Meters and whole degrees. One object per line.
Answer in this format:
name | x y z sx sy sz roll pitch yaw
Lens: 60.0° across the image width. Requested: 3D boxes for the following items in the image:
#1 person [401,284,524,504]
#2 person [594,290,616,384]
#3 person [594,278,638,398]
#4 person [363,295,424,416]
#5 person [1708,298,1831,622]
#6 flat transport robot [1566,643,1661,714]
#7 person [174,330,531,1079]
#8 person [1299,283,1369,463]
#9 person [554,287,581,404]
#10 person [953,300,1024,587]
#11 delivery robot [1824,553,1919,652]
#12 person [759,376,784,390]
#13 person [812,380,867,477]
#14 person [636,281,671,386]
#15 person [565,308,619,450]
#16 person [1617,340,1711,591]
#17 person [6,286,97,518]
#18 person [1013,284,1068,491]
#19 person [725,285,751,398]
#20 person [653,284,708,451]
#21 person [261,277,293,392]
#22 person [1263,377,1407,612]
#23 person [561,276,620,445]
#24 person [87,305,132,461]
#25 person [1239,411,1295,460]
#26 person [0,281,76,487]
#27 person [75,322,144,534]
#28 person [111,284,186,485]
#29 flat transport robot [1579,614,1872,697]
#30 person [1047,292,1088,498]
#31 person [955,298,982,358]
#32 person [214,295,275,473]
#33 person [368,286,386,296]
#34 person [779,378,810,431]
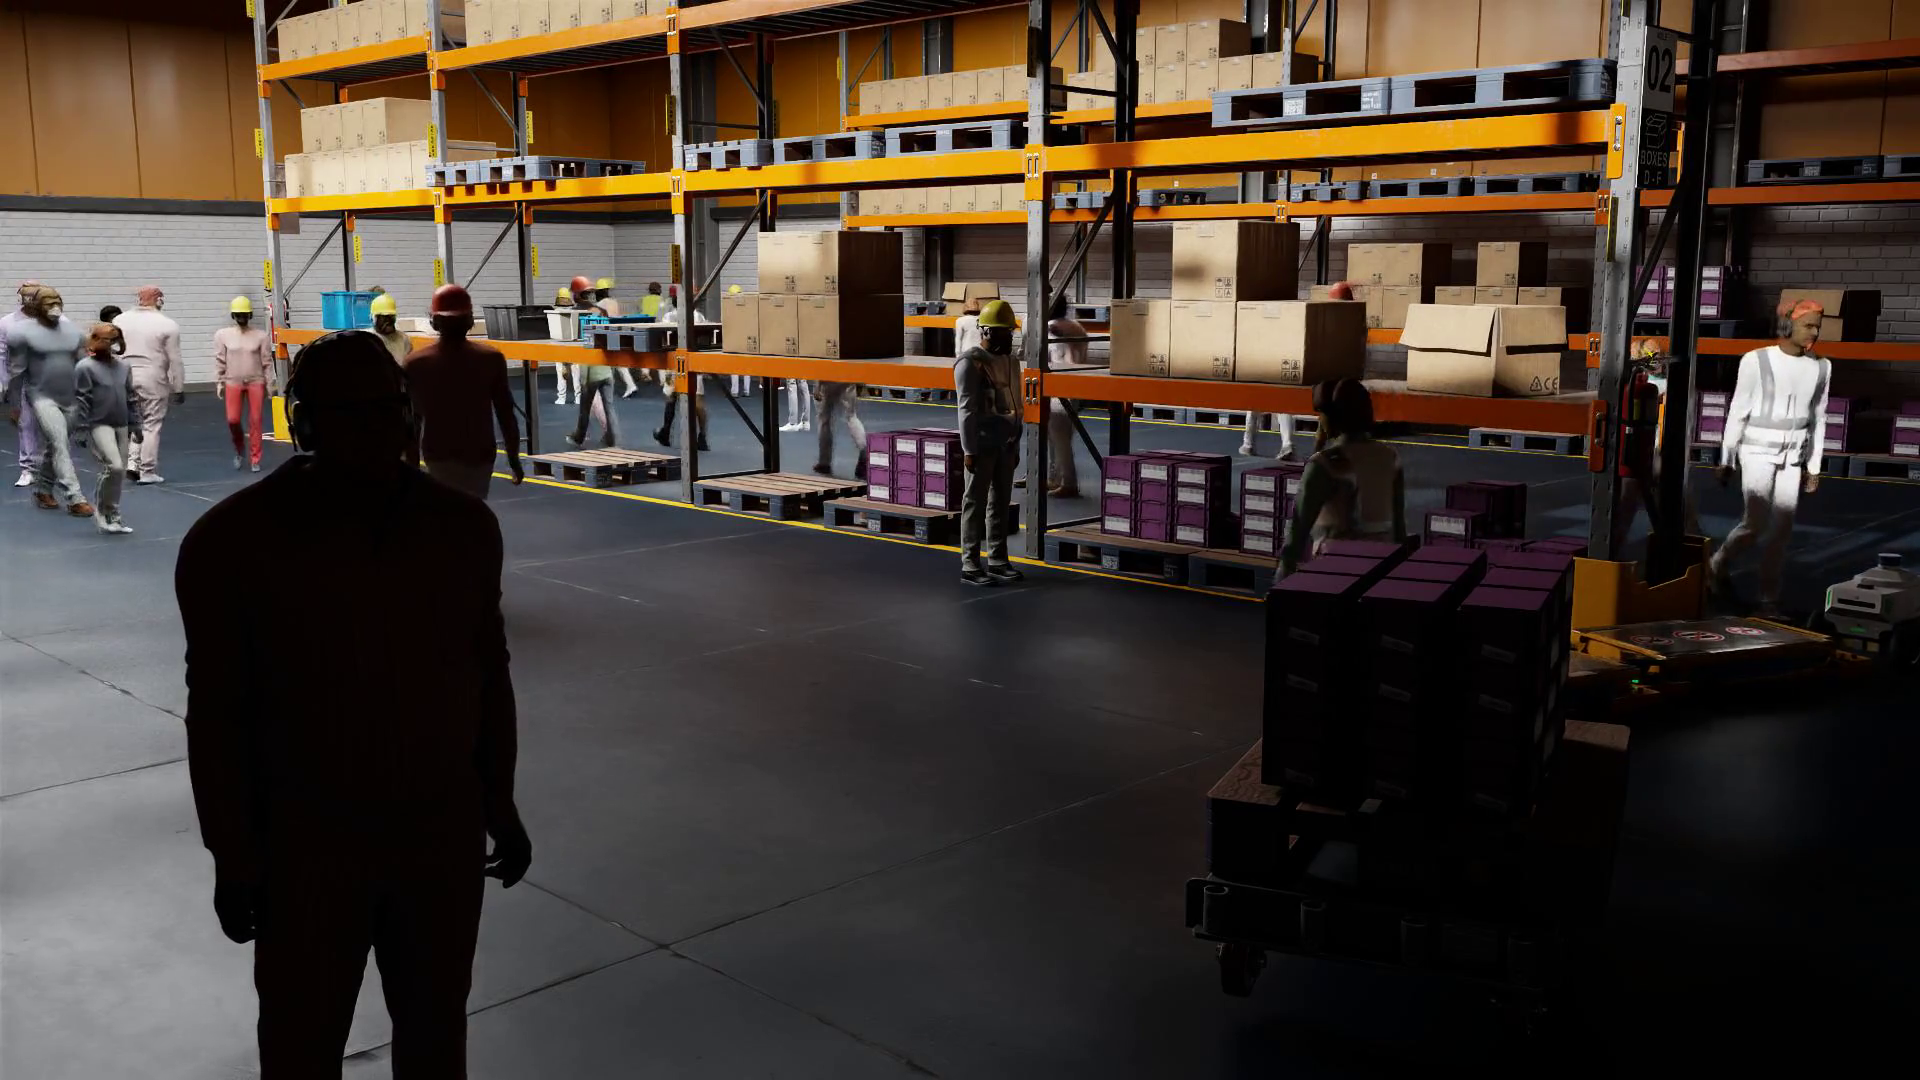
person | -2.903 -0.503 9.622 0.609 1.949 1.023 -7 12 -37
person | -6.248 -3.555 29.055 0.530 1.697 0.321 -7 11 -36
person | -5.503 -3.167 26.128 0.976 1.885 0.602 4 10 23
person | -5.036 -1.266 14.747 0.916 1.779 0.621 7 12 38
person | 4.685 -0.466 9.659 0.623 1.862 0.581 -2 9 -12
flat transport robot | 2.413 0.663 7.559 1.431 0.197 0.652 -4 10 -25
person | -1.130 0.555 3.220 0.638 1.909 0.407 -8 12 -42
person | 3.645 -1.525 16.043 0.566 1.883 0.982 -4 10 -21
person | -5.914 -2.906 24.940 0.493 1.743 0.295 -6 11 -32
person | 0.208 -0.618 10.672 0.403 1.827 0.588 8 12 39
delivery robot | 4.767 0.312 8.555 0.707 0.478 0.477 -7 12 -38
person | -3.190 -3.482 27.907 0.388 1.926 0.590 -6 11 -31
person | -1.161 -1.561 16.214 0.638 1.910 0.890 -6 11 -33
person | -5.278 -3.536 28.617 0.656 1.817 0.650 2 9 11
person | -4.019 -1.745 18.262 0.849 1.584 0.528 9 13 44
person | 4.367 -0.462 10.443 0.534 1.582 0.919 -6 11 -31
person | -7.483 -1.144 13.728 1.062 1.886 0.645 6 11 31
person | 0.755 -1.413 15.193 0.354 1.936 0.635 -8 12 -40
person | -3.510 -3.102 26.070 0.315 1.767 0.535 9 13 43
person | -3.142 -1.963 18.715 0.571 1.879 1.013 -7 12 -37
person | -11.276 -3.457 27.400 0.382 2.041 0.616 3 10 18
person | 1.452 0.173 6.455 0.545 1.593 0.822 -8 12 -40
person | -4.278 -2.080 19.275 1.010 1.953 0.629 7 12 38
person | -8.850 -1.618 17.345 0.871 1.653 0.545 8 12 40
person | 3.303 -1.772 17.730 0.575 1.842 0.985 -3 10 -17
person | -8.601 -1.453 15.512 0.651 1.913 0.410 -3 10 -17
person | -6.434 -0.838 12.614 0.393 1.615 0.520 3 10 18
person | -7.629 -1.456 15.640 0.684 1.875 0.469 1 9 5
flat transport robot | 3.697 0.557 8.210 1.431 0.197 0.652 -3 10 -20
person | 0.855 -1.287 14.841 0.634 1.817 0.635 8 12 41
person | 0.165 -2.572 23.265 0.500 1.623 0.287 -4 10 -24
person | -7.087 -1.540 16.504 0.545 1.753 0.364 -4 10 -23
person | -7.390 -2.294 20.967 0.716 1.819 0.529 3 10 18
person | -2.070 -2.286 20.766 0.328 1.868 0.512 8 12 39
